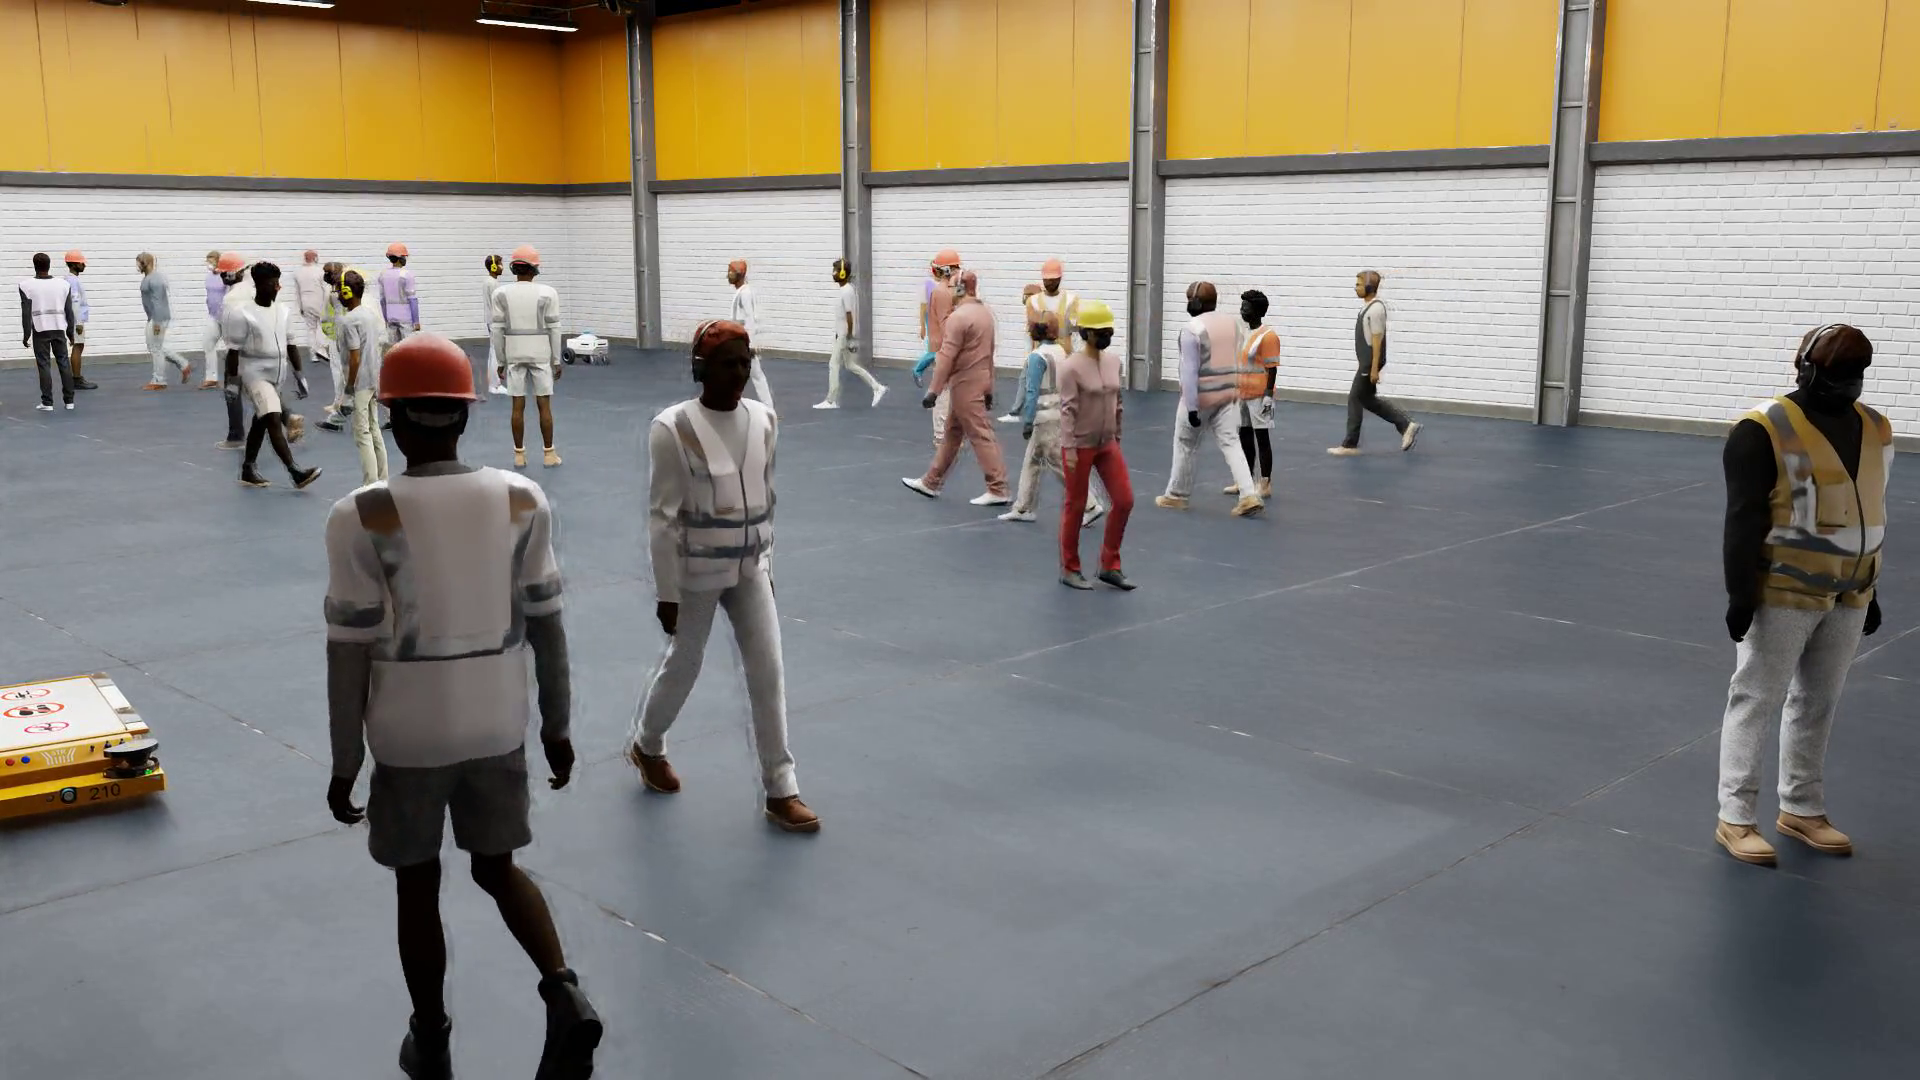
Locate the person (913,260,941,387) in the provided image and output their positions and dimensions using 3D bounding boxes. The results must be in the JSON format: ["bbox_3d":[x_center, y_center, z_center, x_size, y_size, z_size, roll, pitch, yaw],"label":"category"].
[{"bbox_3d":[-0.330,-2.923,22.669,0.567,1.828,0.645,-9,14,-40],"label":"person"}]

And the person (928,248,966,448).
[{"bbox_3d":[-0.132,-1.931,16.796,0.375,1.997,0.612,0,10,-3],"label":"person"}]

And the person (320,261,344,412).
[{"bbox_3d":[-7.469,-2.466,20.169,0.515,1.825,0.644,-2,11,-12],"label":"person"}]

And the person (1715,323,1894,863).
[{"bbox_3d":[2.895,0.186,5.681,0.634,1.839,0.429,-3,11,-16],"label":"person"}]

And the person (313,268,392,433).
[{"bbox_3d":[-6.516,-2.039,17.975,0.946,1.784,0.608,1,10,3],"label":"person"}]

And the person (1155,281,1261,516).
[{"bbox_3d":[1.921,-1.078,12.710,0.628,1.801,0.968,-7,13,-35],"label":"person"}]

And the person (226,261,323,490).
[{"bbox_3d":[-5.733,-1.360,13.915,1.006,1.904,0.611,4,11,20],"label":"person"}]

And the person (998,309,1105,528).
[{"bbox_3d":[0.690,-0.887,12.191,0.833,1.602,0.527,4,11,21],"label":"person"}]

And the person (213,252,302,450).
[{"bbox_3d":[-7.056,-1.872,16.552,0.769,1.969,0.626,1,10,6],"label":"person"}]

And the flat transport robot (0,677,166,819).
[{"bbox_3d":[-3.680,0.790,6.663,0.652,0.197,1.431,-7,13,-35],"label":"flat transport robot"}]

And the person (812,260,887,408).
[{"bbox_3d":[-1.365,-2.528,20.494,0.858,1.848,0.521,0,10,0],"label":"person"}]

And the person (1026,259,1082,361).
[{"bbox_3d":[0.946,-1.888,16.868,0.564,1.888,0.986,0,10,0],"label":"person"}]

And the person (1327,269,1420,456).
[{"bbox_3d":[4.027,-1.702,16.063,0.810,1.820,0.511,2,11,8],"label":"person"}]

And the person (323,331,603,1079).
[{"bbox_3d":[-1.190,0.461,3.991,0.578,1.910,0.664,-8,13,-37],"label":"person"}]

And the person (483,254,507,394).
[{"bbox_3d":[-6.252,-2.907,22.457,0.328,1.874,0.512,-5,11,-24],"label":"person"}]

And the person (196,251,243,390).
[{"bbox_3d":[-10.239,-3.013,22.908,0.653,1.909,0.796,6,12,28],"label":"person"}]

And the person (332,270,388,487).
[{"bbox_3d":[-4.700,-1.169,13.005,0.328,1.865,0.519,1,10,3],"label":"person"}]

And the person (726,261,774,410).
[{"bbox_3d":[-2.609,-2.294,19.208,0.985,1.828,0.576,-1,10,-7],"label":"person"}]

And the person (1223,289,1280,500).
[{"bbox_3d":[2.377,-1.178,13.507,0.316,1.695,0.541,-5,11,-24],"label":"person"}]

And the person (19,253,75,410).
[{"bbox_3d":[-11.149,-2.544,20.352,0.377,1.917,0.600,9,14,41],"label":"person"}]

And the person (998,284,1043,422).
[{"bbox_3d":[0.898,-2.110,18.897,0.865,1.585,0.516,4,11,22],"label":"person"}]

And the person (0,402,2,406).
[{"bbox_3d":[-12.210,-2.645,20.570,0.537,2.000,0.675,4,11,21],"label":"person"}]

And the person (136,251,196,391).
[{"bbox_3d":[-10.995,-3.013,22.921,0.676,1.914,0.664,-8,13,-36],"label":"person"}]

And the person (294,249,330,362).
[{"bbox_3d":[-10.833,-3.932,27.981,0.677,1.891,0.431,2,11,12],"label":"person"}]

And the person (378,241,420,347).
[{"bbox_3d":[-7.457,-2.951,22.221,0.607,2.048,0.369,5,11,25],"label":"person"}]

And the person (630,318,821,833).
[{"bbox_3d":[-0.924,0.104,6.131,0.591,1.846,0.969,-10,14,-44],"label":"person"}]

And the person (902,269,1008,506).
[{"bbox_3d":[-0.038,-1.204,13.193,0.977,1.855,0.658,3,11,18],"label":"person"}]

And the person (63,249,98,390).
[{"bbox_3d":[-12.237,-3.060,23.114,0.373,1.934,0.552,-6,12,-29],"label":"person"}]

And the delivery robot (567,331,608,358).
[{"bbox_3d":[-6.163,-3.219,27.498,0.707,0.478,0.477,7,13,34],"label":"delivery robot"}]

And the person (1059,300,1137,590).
[{"bbox_3d":[0.836,-0.546,9.916,0.543,1.745,0.599,-8,13,-37],"label":"person"}]

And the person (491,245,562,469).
[{"bbox_3d":[-3.956,-1.671,15.249,0.609,2.043,0.397,-1,10,-3],"label":"person"}]
